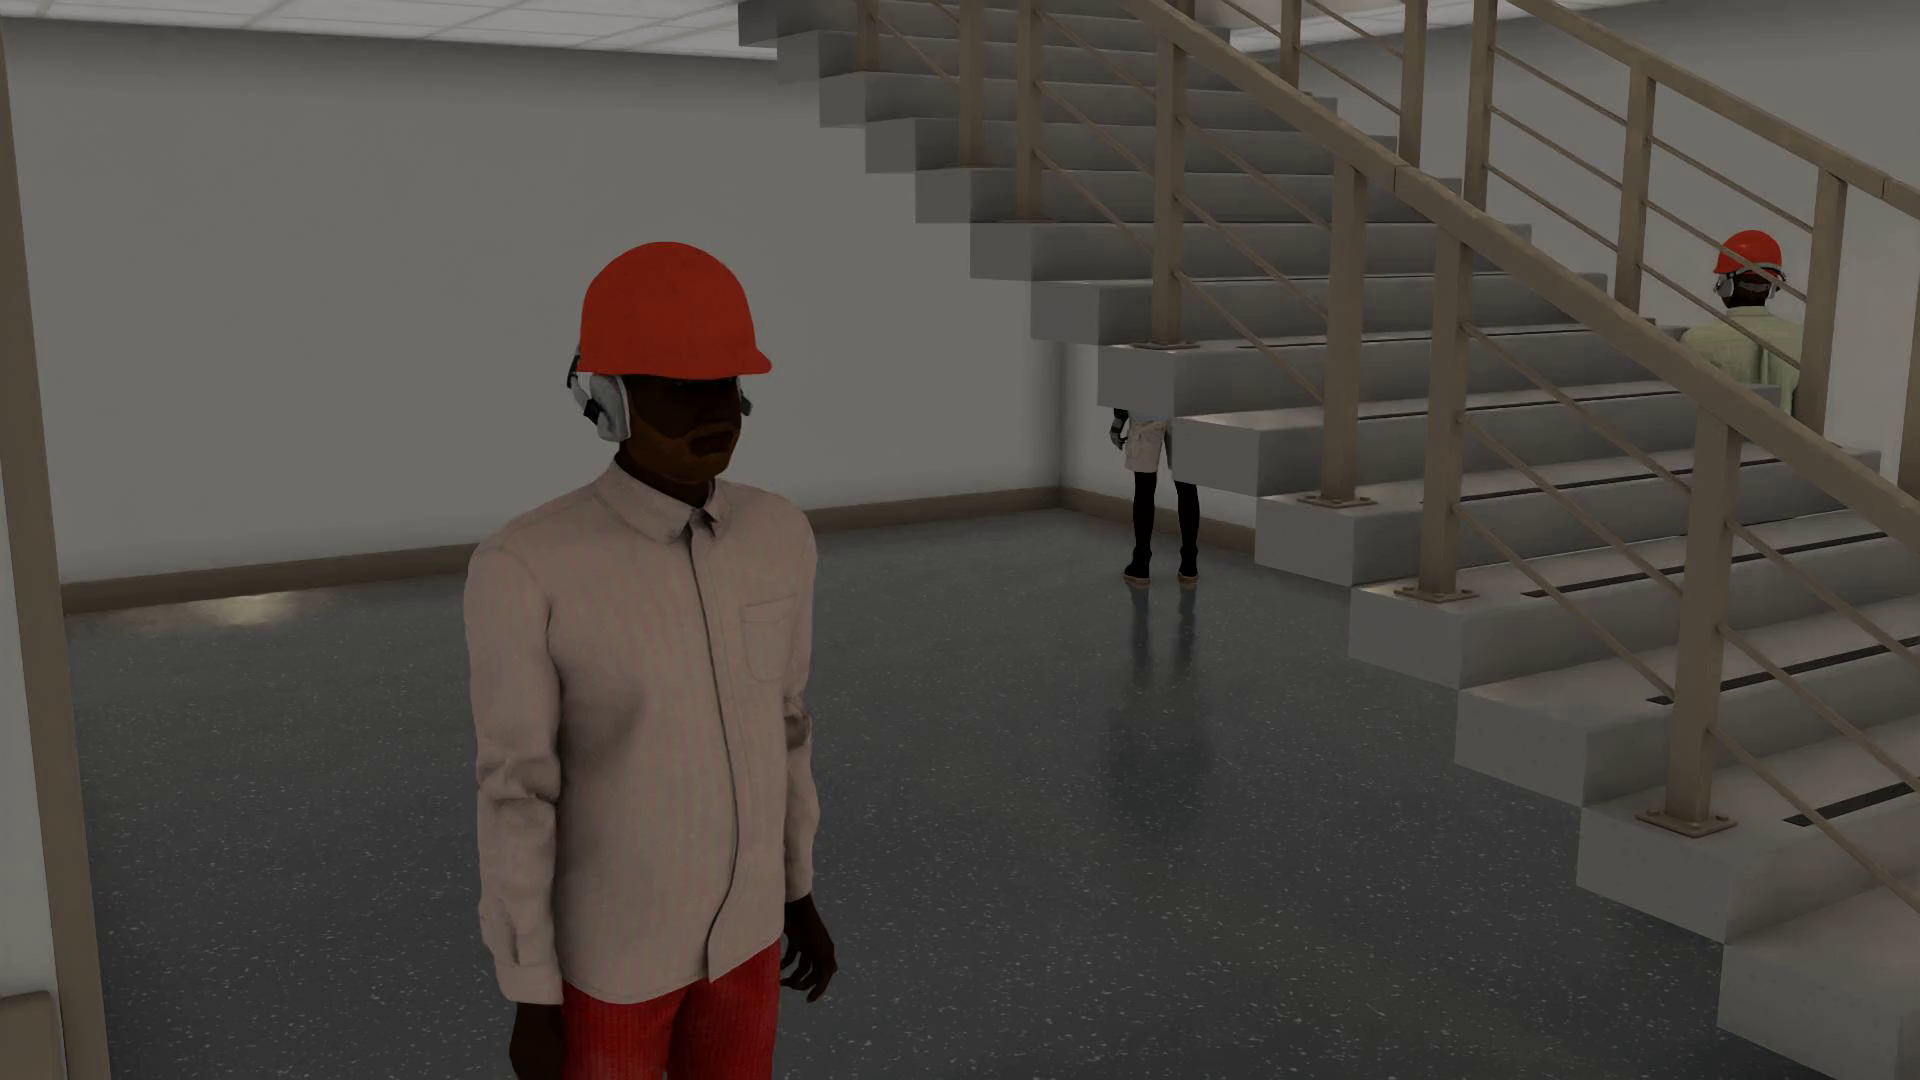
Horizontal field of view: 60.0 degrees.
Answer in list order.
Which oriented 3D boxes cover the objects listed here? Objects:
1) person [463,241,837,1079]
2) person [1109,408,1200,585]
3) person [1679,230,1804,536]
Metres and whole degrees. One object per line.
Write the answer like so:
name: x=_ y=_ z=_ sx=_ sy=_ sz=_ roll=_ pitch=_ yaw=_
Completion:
person: x=-0.416 y=0.572 z=2.455 sx=0.391 sy=1.995 sz=0.613 roll=9 pitch=14 yaw=40
person: x=1.142 y=-0.723 z=9.337 sx=0.603 sy=1.967 sz=0.366 roll=-1 pitch=11 yaw=-4
person: x=3.103 y=-0.233 z=6.686 sx=0.621 sy=1.994 sz=0.381 roll=-1 pitch=11 yaw=-7
